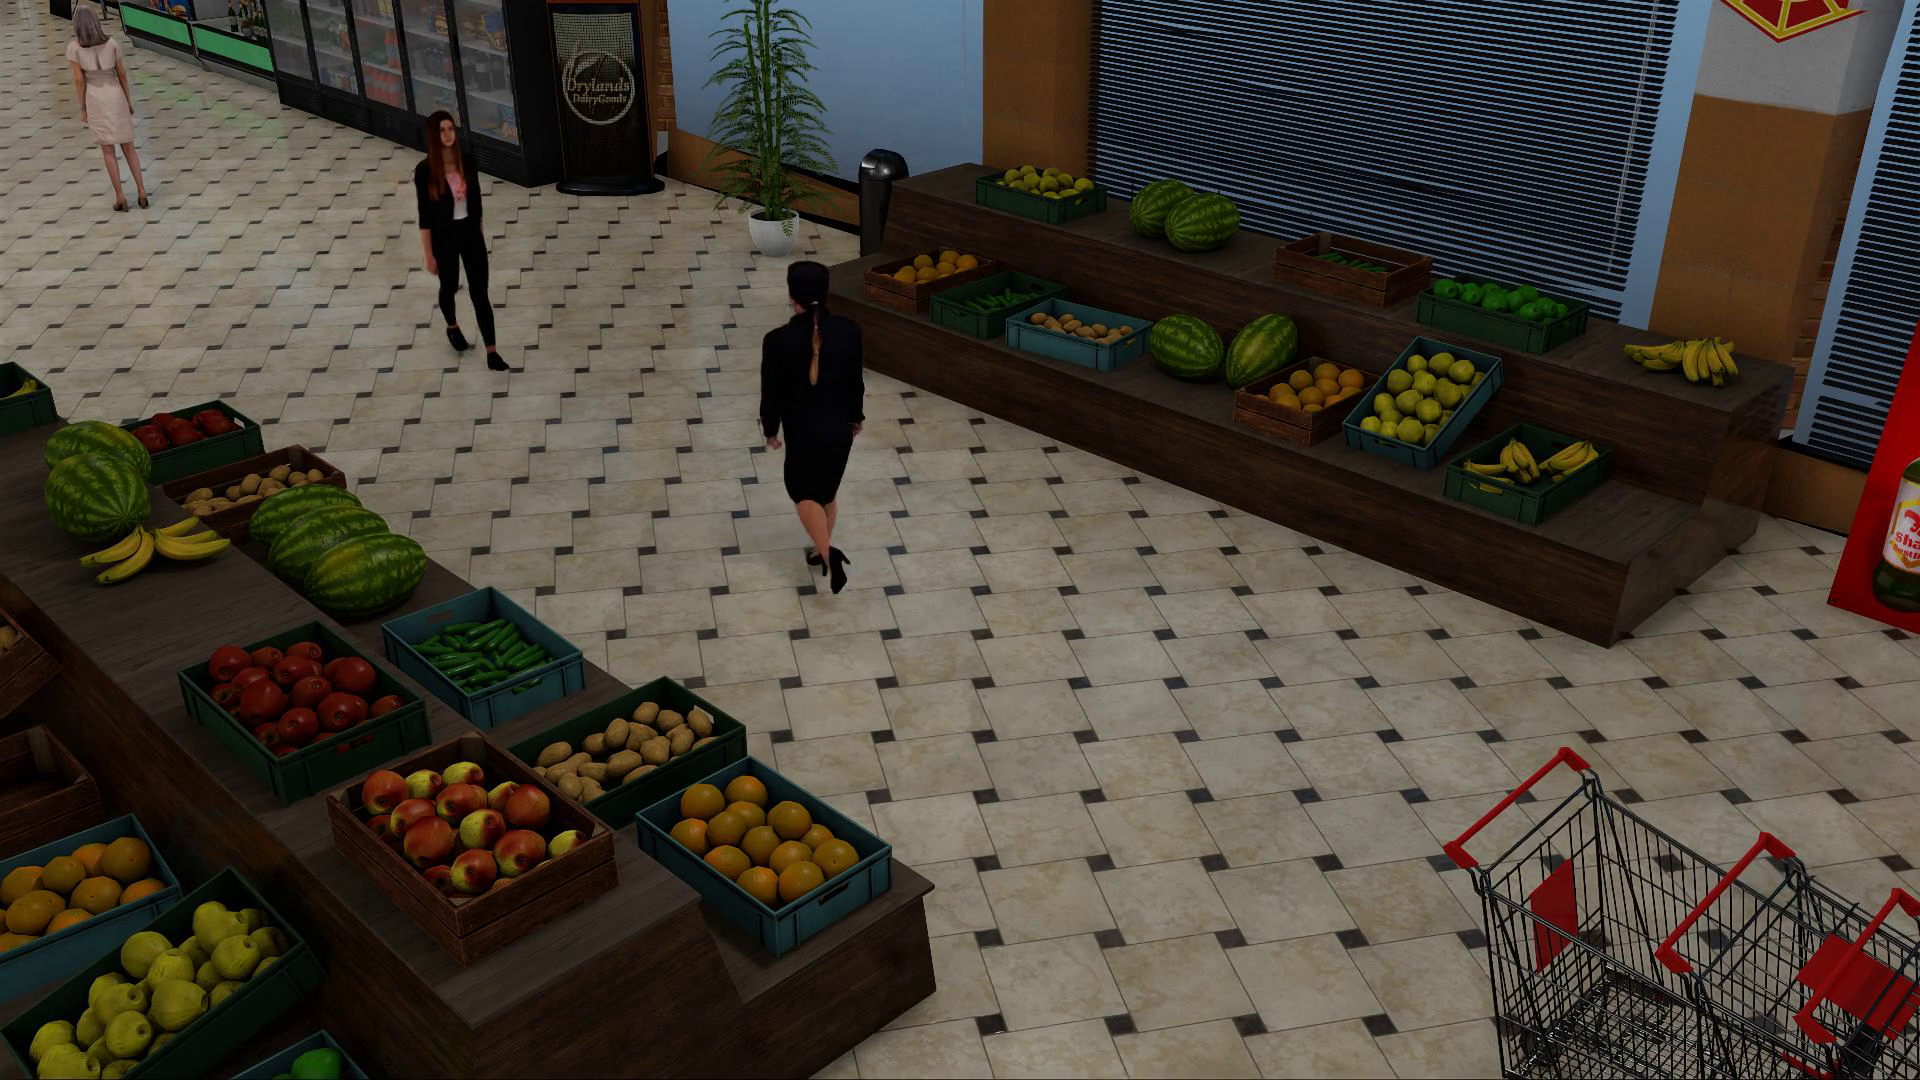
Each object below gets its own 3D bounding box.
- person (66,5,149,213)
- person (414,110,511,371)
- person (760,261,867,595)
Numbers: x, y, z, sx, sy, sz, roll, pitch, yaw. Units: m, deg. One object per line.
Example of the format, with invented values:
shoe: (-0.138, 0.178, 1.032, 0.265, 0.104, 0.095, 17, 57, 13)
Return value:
person: (-7.358, -3.716, 14.353, 0.607, 1.735, 0.558, -21, 34, -36)
person: (-3.367, -1.973, 10.996, 0.763, 1.663, 1.199, -18, 32, -31)
person: (-0.677, -0.494, 8.085, 0.868, 1.658, 1.017, -12, 29, -23)
